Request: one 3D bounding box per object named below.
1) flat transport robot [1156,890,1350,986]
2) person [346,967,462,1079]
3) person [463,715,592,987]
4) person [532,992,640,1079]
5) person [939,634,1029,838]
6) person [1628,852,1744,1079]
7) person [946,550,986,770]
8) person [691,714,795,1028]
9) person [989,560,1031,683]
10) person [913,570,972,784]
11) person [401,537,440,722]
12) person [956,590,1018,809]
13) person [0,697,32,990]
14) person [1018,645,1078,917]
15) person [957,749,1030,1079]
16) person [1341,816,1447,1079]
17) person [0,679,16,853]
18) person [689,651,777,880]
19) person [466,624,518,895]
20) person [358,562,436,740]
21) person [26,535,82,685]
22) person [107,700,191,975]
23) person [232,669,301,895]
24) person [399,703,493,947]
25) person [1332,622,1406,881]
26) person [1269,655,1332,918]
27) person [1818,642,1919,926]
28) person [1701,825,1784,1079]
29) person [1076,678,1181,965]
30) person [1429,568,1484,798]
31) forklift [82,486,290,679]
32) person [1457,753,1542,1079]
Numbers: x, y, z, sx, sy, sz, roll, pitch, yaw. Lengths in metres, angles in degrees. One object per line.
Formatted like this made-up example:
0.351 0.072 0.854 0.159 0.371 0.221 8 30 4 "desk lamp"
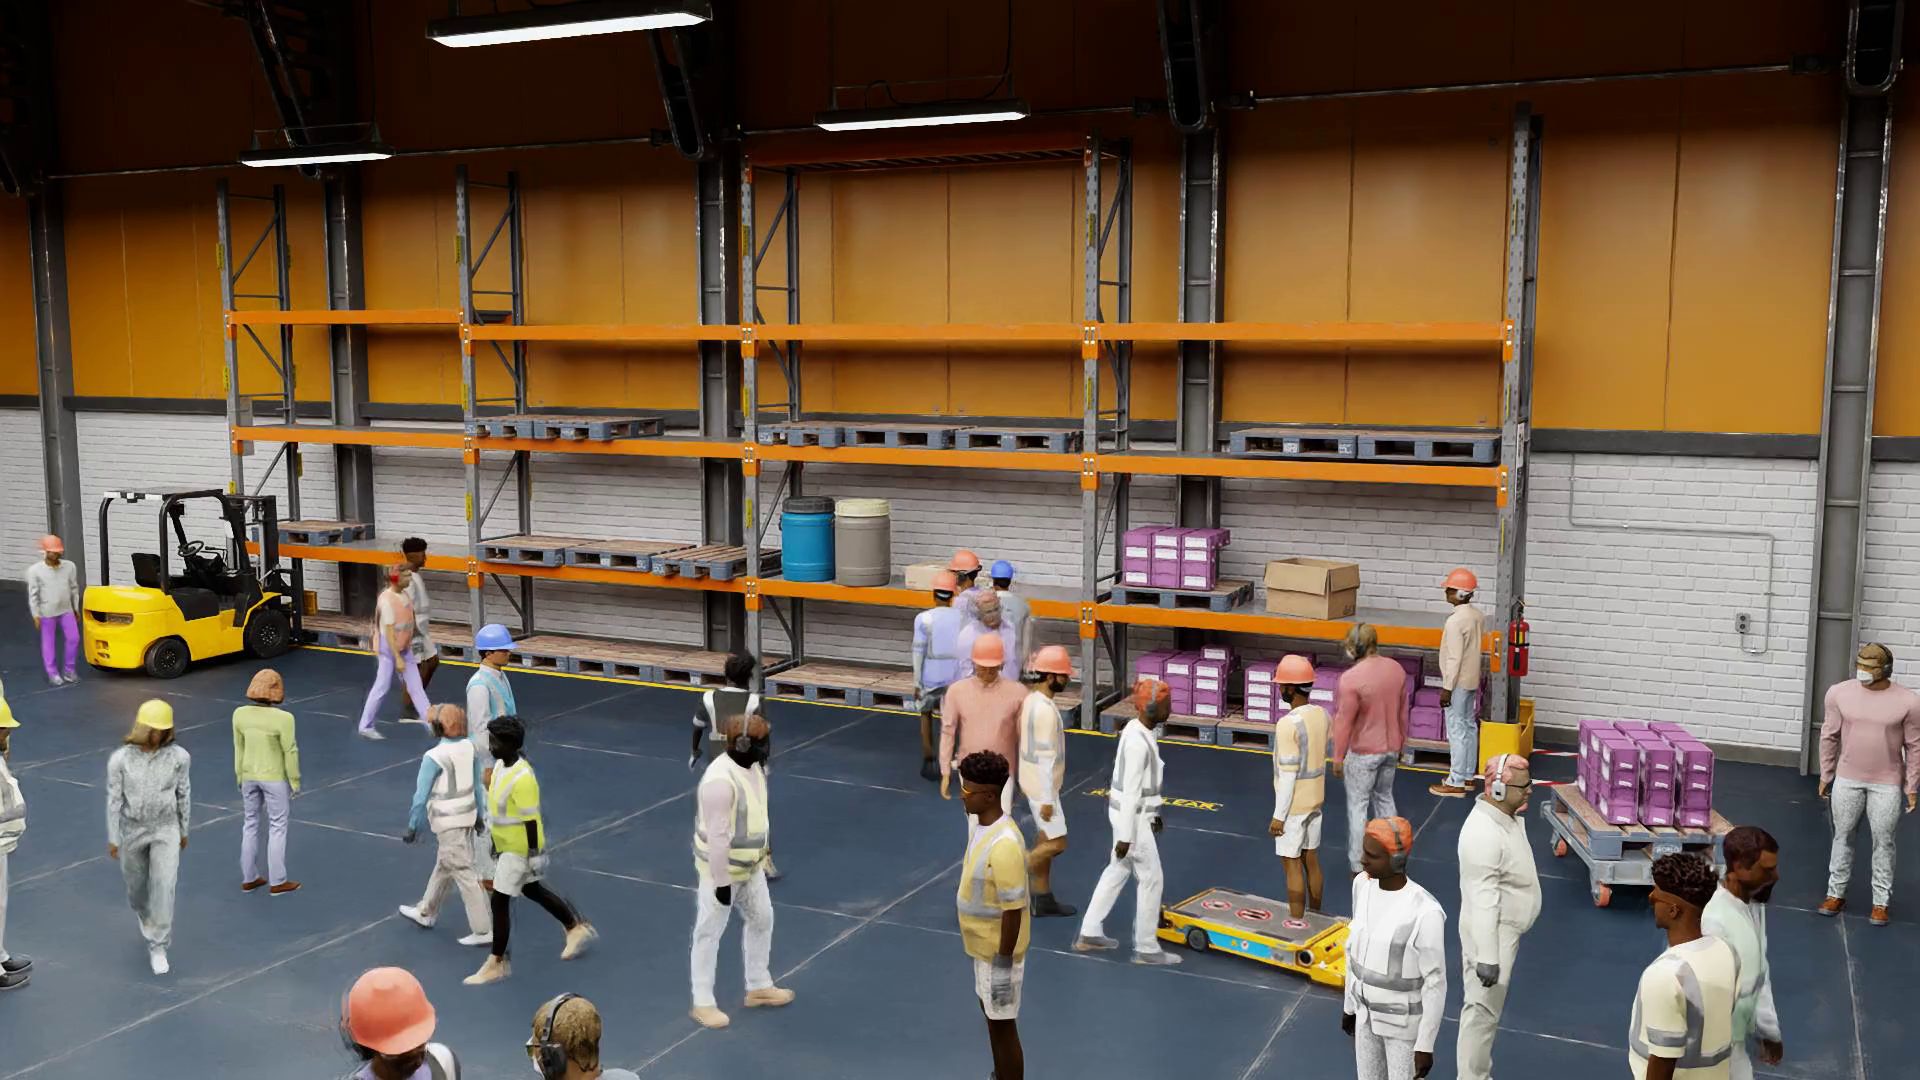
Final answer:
1.985 2.541 10.810 1.431 0.197 0.652 6 9 40 "flat transport robot"
-1.683 2.335 5.341 0.581 2.022 0.646 3 7 22 "person"
-2.714 1.902 10.448 0.825 1.665 0.537 -4 8 -28 "person"
-1.202 2.389 5.304 0.386 1.927 0.641 2 7 18 "person"
0.175 1.615 11.578 0.626 1.951 0.879 1 7 8 "person"
2.850 2.207 6.623 0.613 1.965 0.361 -6 9 -41 "person"
0.053 1.110 15.381 0.374 2.044 0.606 3 7 21 "person"
-1.292 1.914 9.699 0.572 1.817 0.625 2 7 17 "person"
0.364 1.148 15.540 0.626 1.923 0.467 -4 8 -28 "person"
-0.173 1.217 14.995 0.568 1.921 0.607 -1 7 -11 "person"
-5.598 0.934 17.228 0.497 1.943 0.621 -1 7 -5 "person"
0.245 1.339 14.158 0.653 1.883 0.514 -6 9 -41 "person"
-5.936 1.850 10.184 0.403 1.818 0.606 -4 8 -29 "person"
0.516 1.666 11.331 0.577 1.917 0.547 -1 7 -7 "person"
0.163 2.003 8.310 0.362 1.962 0.622 -1 7 -9 "person"
1.918 2.149 7.442 0.337 1.882 0.584 -3 8 -24 "person"
-7.547 1.569 12.708 0.525 1.772 0.301 -2 7 -13 "person"
-1.688 1.668 12.235 0.700 1.691 0.522 0 7 2 "person"
-3.359 1.566 11.994 0.387 1.949 0.602 -1 7 -4 "person"
-5.539 1.101 16.460 0.966 1.790 0.573 1 7 8 "person"
-10.341 0.812 19.074 0.553 1.731 0.597 5 9 36 "person"
-5.196 1.842 10.672 0.505 1.706 0.786 -4 8 -29 "person"
-4.981 1.734 11.952 0.505 1.624 0.288 2 7 13 "person"
-3.418 1.868 10.955 0.838 1.596 0.517 2 7 15 "person"
3.023 1.555 12.234 0.701 1.920 0.408 -4 8 -33 "person"
2.184 1.709 10.872 0.373 1.933 0.552 6 9 40 "person"
6.208 1.649 11.360 0.634 1.935 0.350 6 9 39 "person"
3.435 2.177 7.185 0.824 1.889 0.612 6 9 39 "person"
1.062 1.790 10.640 0.685 1.855 0.590 0 7 4 "person"
4.356 1.237 14.511 0.371 1.997 0.622 5 9 36 "person"
-9.426 0.454 20.179 1.214 2.155 2.313 3 8 26 "forklift"
2.736 2.016 8.449 0.401 1.906 0.649 3 8 24 "person"
